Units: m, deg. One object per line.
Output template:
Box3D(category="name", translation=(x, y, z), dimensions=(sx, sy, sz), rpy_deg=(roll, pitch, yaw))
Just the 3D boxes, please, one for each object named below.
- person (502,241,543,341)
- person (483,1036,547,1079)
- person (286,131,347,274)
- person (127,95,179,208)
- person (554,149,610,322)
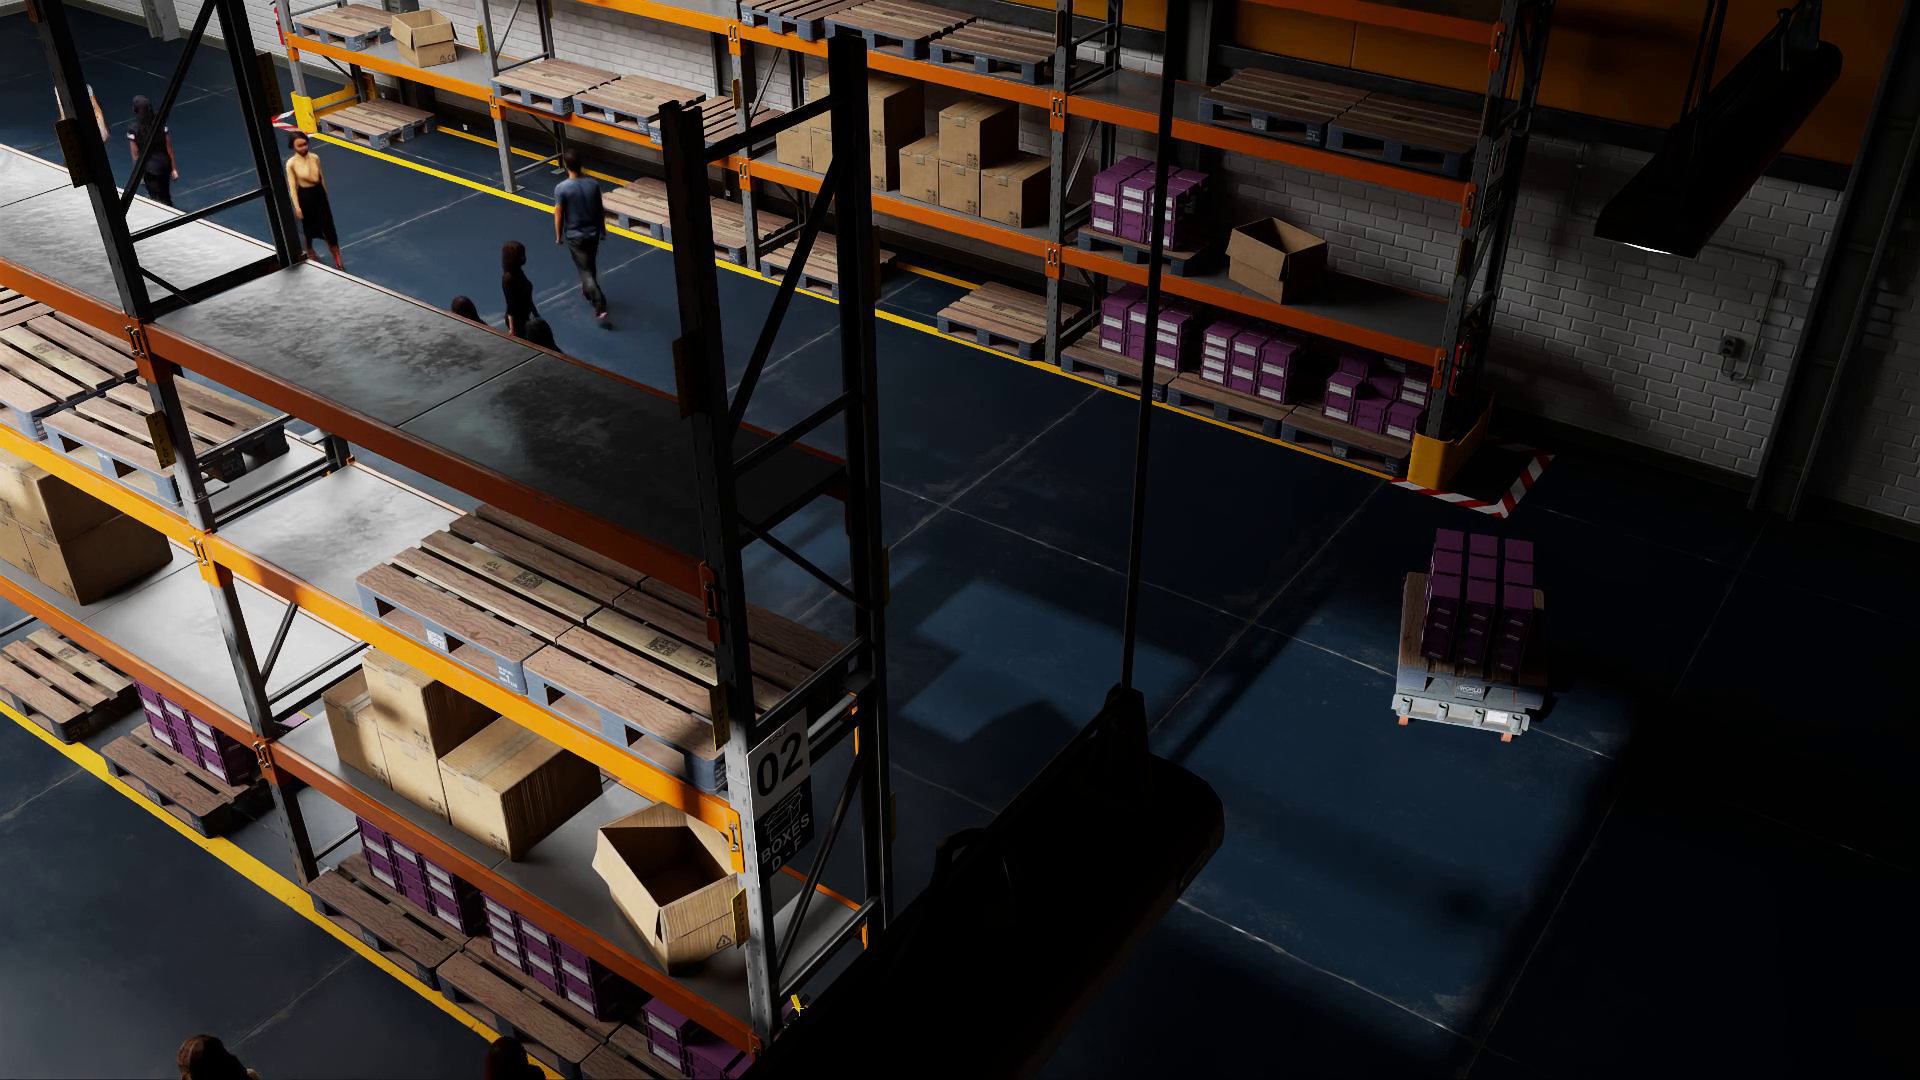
Box3D(category="person", translation=(-4.275, -2.084, 15.900), dimensions=(1.019, 1.621, 0.907), rpy_deg=(0, 34, 0))
Box3D(category="person", translation=(-2.195, 3.005, 8.186), dimensions=(1.157, 1.687, 0.623), rpy_deg=(18, 38, 25))
Box3D(category="person", translation=(-7.184, -3.708, 18.353), dimensions=(0.719, 1.611, 1.060), rpy_deg=(-29, 43, -36))
Box3D(category="person", translation=(-9.129, -4.191, 18.993), dimensions=(1.077, 1.708, 0.674), rpy_deg=(26, 42, 34))
Box3D(category="person", translation=(-3.900, -3.144, 17.359), dimensions=(0.961, 1.773, 1.255), rpy_deg=(-21, 39, -29))
